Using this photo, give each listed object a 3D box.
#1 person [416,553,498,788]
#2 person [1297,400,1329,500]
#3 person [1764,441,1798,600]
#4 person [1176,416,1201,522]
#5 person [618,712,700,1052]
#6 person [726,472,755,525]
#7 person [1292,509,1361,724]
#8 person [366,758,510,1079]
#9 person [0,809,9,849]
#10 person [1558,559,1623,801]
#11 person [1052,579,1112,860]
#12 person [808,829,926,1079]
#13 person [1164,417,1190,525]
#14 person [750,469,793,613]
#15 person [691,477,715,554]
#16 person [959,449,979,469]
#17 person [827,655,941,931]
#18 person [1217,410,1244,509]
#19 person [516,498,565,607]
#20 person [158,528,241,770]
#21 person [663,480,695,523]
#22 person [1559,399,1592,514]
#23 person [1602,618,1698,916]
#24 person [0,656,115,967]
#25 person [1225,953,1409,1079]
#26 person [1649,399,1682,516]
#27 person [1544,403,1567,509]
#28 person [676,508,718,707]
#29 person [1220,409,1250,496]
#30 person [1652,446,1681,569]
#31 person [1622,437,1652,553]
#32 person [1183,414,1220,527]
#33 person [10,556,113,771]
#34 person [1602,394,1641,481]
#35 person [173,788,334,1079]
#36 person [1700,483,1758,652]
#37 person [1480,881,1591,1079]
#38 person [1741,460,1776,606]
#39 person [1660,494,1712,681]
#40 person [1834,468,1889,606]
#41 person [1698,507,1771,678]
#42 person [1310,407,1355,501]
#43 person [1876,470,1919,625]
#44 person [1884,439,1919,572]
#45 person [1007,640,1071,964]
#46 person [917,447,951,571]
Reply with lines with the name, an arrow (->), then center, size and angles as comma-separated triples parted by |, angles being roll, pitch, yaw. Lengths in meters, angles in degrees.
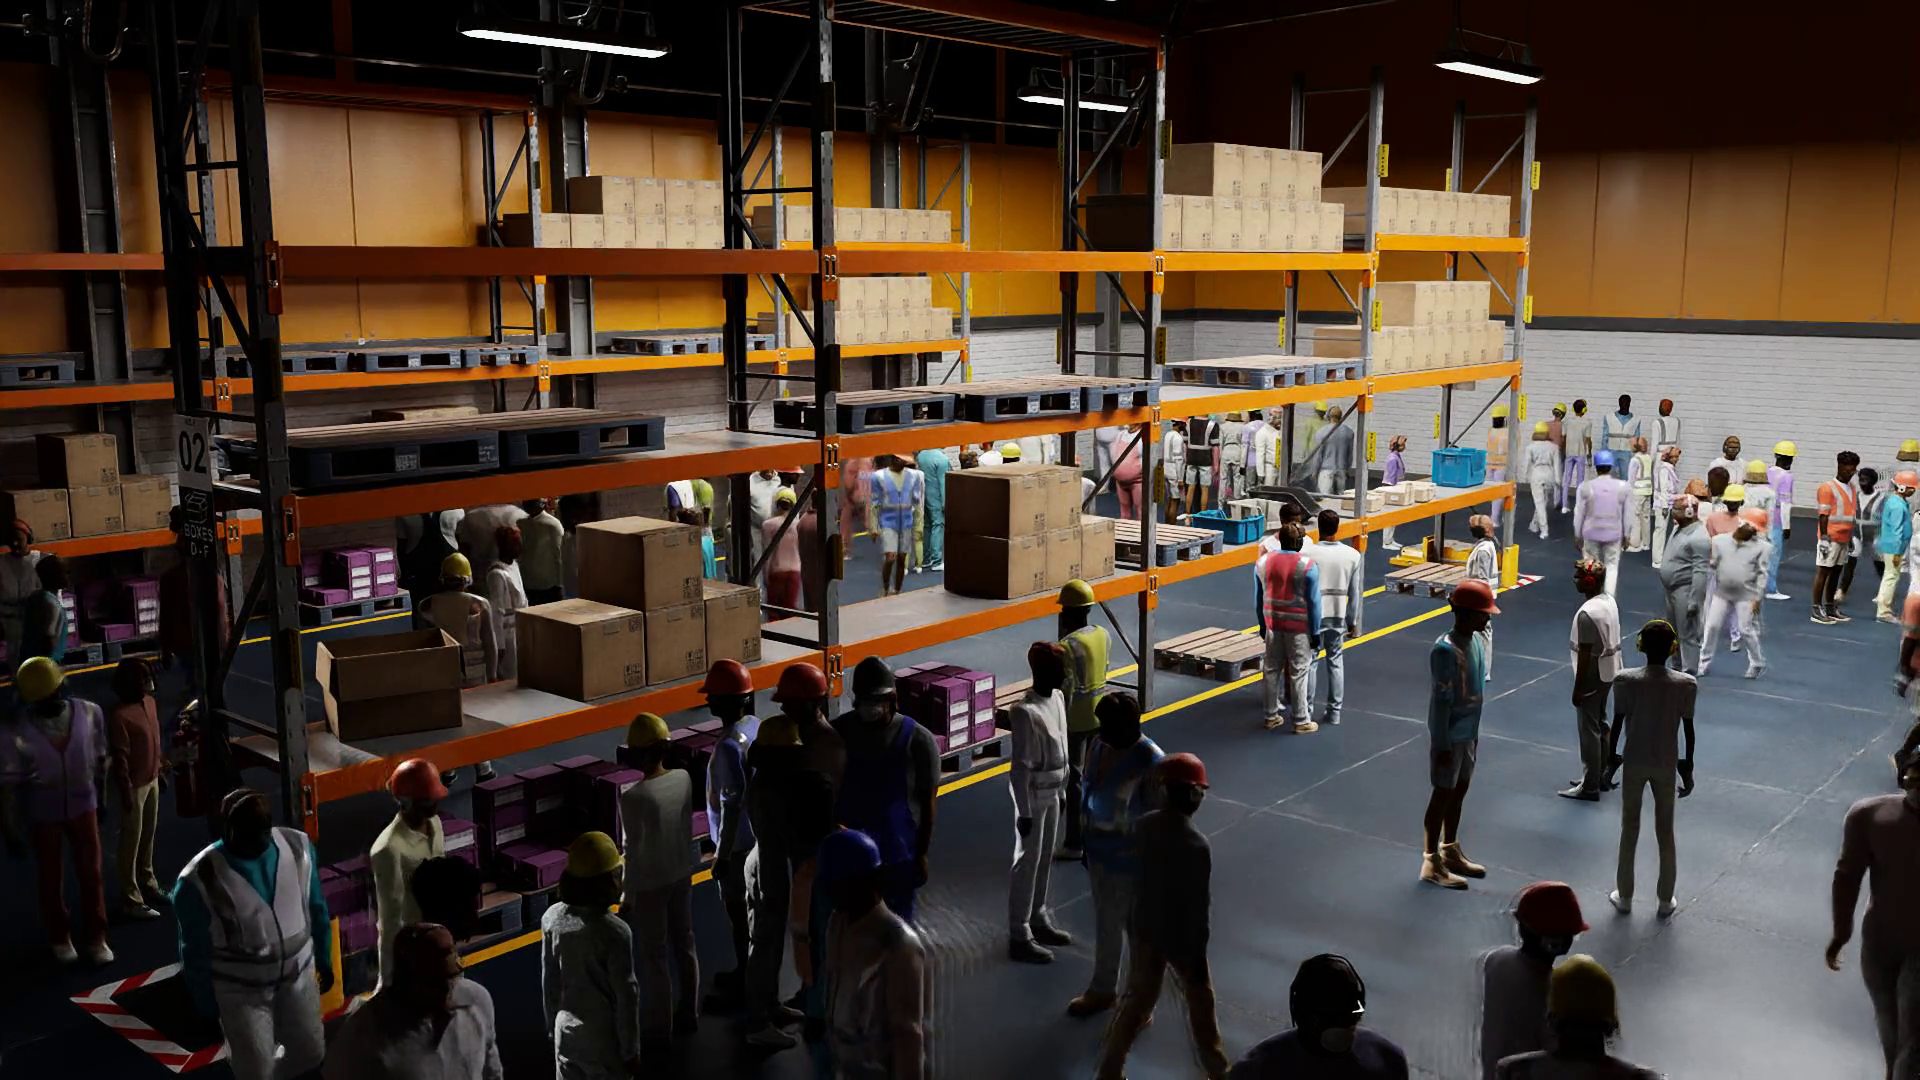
person -> -3.876, 1.008, 12.886 | 0.600, 1.829, 0.404 | -1, 10, -3
person -> 6.070, -1.542, 28.368 | 0.546, 1.748, 0.553 | -4, 10, -23
person -> 9.870, -0.240, 20.094 | 0.392, 1.918, 0.585 | 0, 10, -2
person -> 3.587, -1.227, 25.979 | 0.385, 1.914, 0.594 | -4, 10, -21
person -> -1.578, 1.759, 8.603 | 0.331, 1.768, 0.526 | 5, 11, 29
person -> -2.501, -0.017, 19.656 | 0.531, 1.606, 0.338 | 4, 10, 25
person -> 3.215, 0.682, 14.624 | 0.597, 1.908, 0.403 | -2, 10, -9
person -> -2.678, 1.878, 8.063 | 0.902, 1.712, 0.580 | 2, 10, 12
person -> -5.547, 1.620, 9.247 | 0.527, 1.828, 0.599 | -8, 13, -40
person -> 4.808, 1.055, 12.611 | 0.393, 1.836, 0.561 | 7, 12, 35
person -> 0.796, 1.219, 11.348 | 0.366, 1.927, 0.588 | 6, 11, 34
person -> -0.263, 2.048, 6.496 | 0.737, 1.905, 0.633 | -6, 11, -33
person -> 3.168, -0.946, 24.295 | 0.387, 1.926, 0.548 | -2, 10, -9
person -> -2.218, -0.085, 19.213 | 0.641, 1.902, 0.399 | -2, 10, -14
person -> -3.210, -0.189, 20.480 | 0.437, 1.669, 0.543 | -4, 10, -23
person -> 0.067, -0.166, 19.866 | 0.325, 1.842, 0.517 | -4, 10, -20
person -> -0.463, 1.604, 8.708 | 0.683, 2.000, 0.538 | 2, 10, 10
person -> 4.481, -1.357, 27.312 | 0.492, 1.730, 0.324 | 3, 10, 16
person -> -4.046, 0.406, 15.994 | 0.612, 1.995, 0.393 | 6, 11, 31
person -> -6.250, 0.853, 13.442 | 0.606, 1.962, 0.940 | 4, 10, 24
person -> -3.295, -0.115, 19.586 | 0.383, 1.837, 0.571 | 1, 10, 8
person -> 9.941, -1.346, 26.834 | 0.535, 1.868, 0.309 | 9, 13, 42
person -> 4.302, 1.412, 10.380 | 0.532, 1.864, 0.312 | 3, 10, 17
person -> -5.165, 1.548, 9.508 | 0.601, 1.878, 0.651 | -9, 13, -42
person -> 1.132, 2.229, 5.282 | 0.635, 1.939, 0.362 | -3, 10, -17
person -> 11.260, -1.318, 26.625 | 0.573, 1.883, 0.353 | -4, 10, -22
person -> 9.825, -1.387, 27.424 | 0.533, 1.757, 0.337 | 7, 12, 37
person -> -2.395, 0.617, 15.203 | 0.395, 1.839, 0.564 | 2, 10, 10
person -> 4.811, -1.710, 28.884 | 0.601, 1.911, 0.422 | 0, 10, -1
person -> 9.358, -0.433, 22.065 | 0.310, 1.640, 0.514 | 5, 11, 27
person -> 9.523, -0.635, 23.320 | 0.523, 1.631, 0.324 | -9, 13, -41
person -> 3.698, -1.192, 25.458 | 0.612, 2.029, 0.407 | 6, 11, 30
person -> -7.159, 1.018, 12.998 | 0.508, 1.792, 0.950 | 8, 13, 41
person -> 10.827, -1.439, 27.276 | 0.591, 1.915, 0.401 | 2, 10, 10
person -> -3.127, 1.943, 7.369 | 0.576, 1.818, 0.656 | 8, 13, 41
person -> 8.040, 0.283, 17.412 | 0.525, 1.769, 0.308 | 7, 12, 36
person -> 2.200, 2.149, 6.378 | 0.439, 1.735, 0.569 | 0, 10, -2
person -> 9.390, -0.083, 19.714 | 0.485, 1.733, 0.371 | 8, 12, 40
person -> 6.781, 0.509, 15.646 | 0.403, 1.906, 0.652 | 1, 10, 4
person -> 10.724, -0.032, 19.650 | 0.870, 1.648, 0.537 | -6, 11, -30
person -> 7.558, 0.508, 16.250 | 0.625, 1.712, 0.499 | 7, 12, 36
person -> 5.553, -1.023, 24.789 | 0.679, 1.900, 0.633 | -2, 10, -14
person -> 10.552, 0.078, 18.719 | 0.349, 1.740, 0.575 | 5, 11, 25
person -> 12.415, -0.452, 21.866 | 0.306, 1.745, 0.483 | -4, 10, -23
person -> 0.466, 1.507, 9.749 | 0.337, 1.883, 0.584 | 5, 11, 25
person -> -0.302, -0.538, 21.934 | 0.399, 1.900, 0.644 | -6, 11, -31
